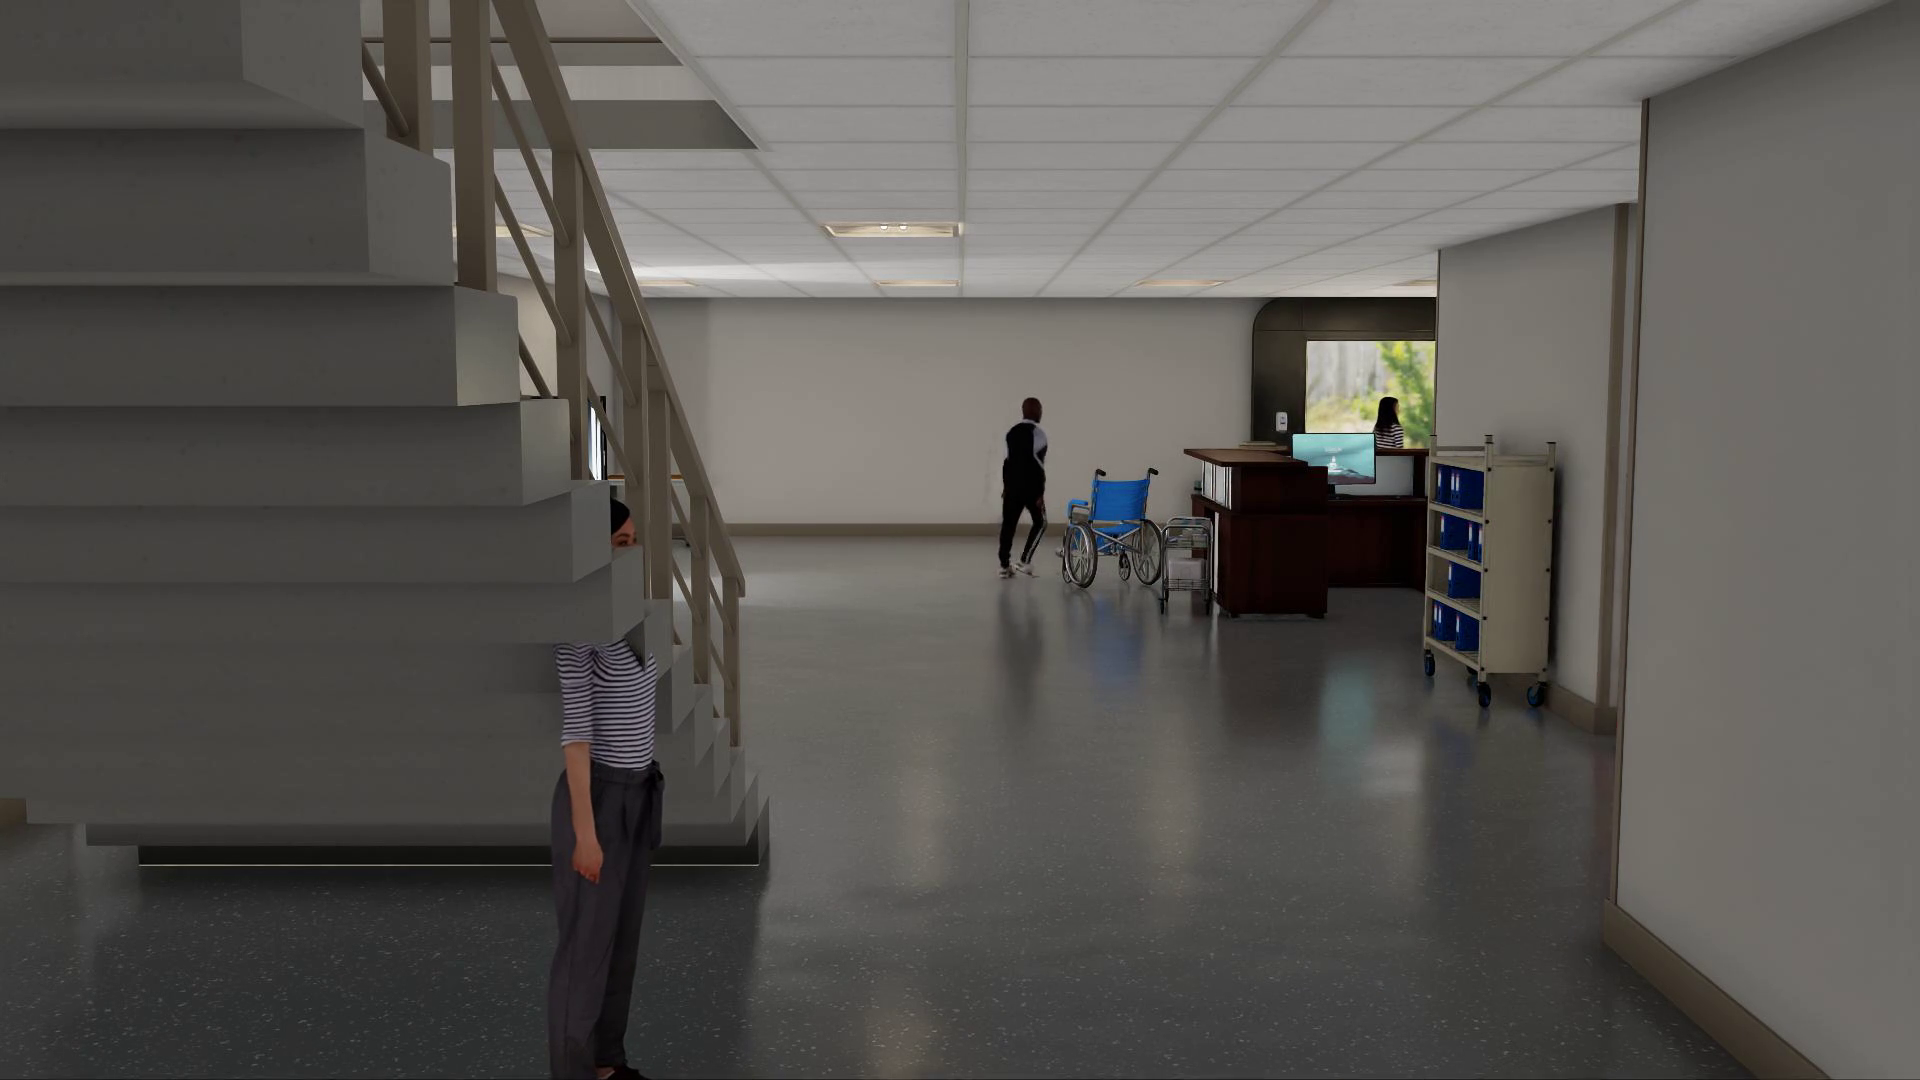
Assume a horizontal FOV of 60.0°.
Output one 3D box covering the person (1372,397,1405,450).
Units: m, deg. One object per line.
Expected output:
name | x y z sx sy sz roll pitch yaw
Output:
person | 4.725 -0.691 18.412 0.716 1.794 0.616 -4 7 -35

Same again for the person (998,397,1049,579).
person | 0.580 -0.503 16.484 0.913 1.806 0.951 4 7 34

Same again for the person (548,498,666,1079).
person | -0.985 0.737 4.522 0.683 1.733 0.496 1 6 8
